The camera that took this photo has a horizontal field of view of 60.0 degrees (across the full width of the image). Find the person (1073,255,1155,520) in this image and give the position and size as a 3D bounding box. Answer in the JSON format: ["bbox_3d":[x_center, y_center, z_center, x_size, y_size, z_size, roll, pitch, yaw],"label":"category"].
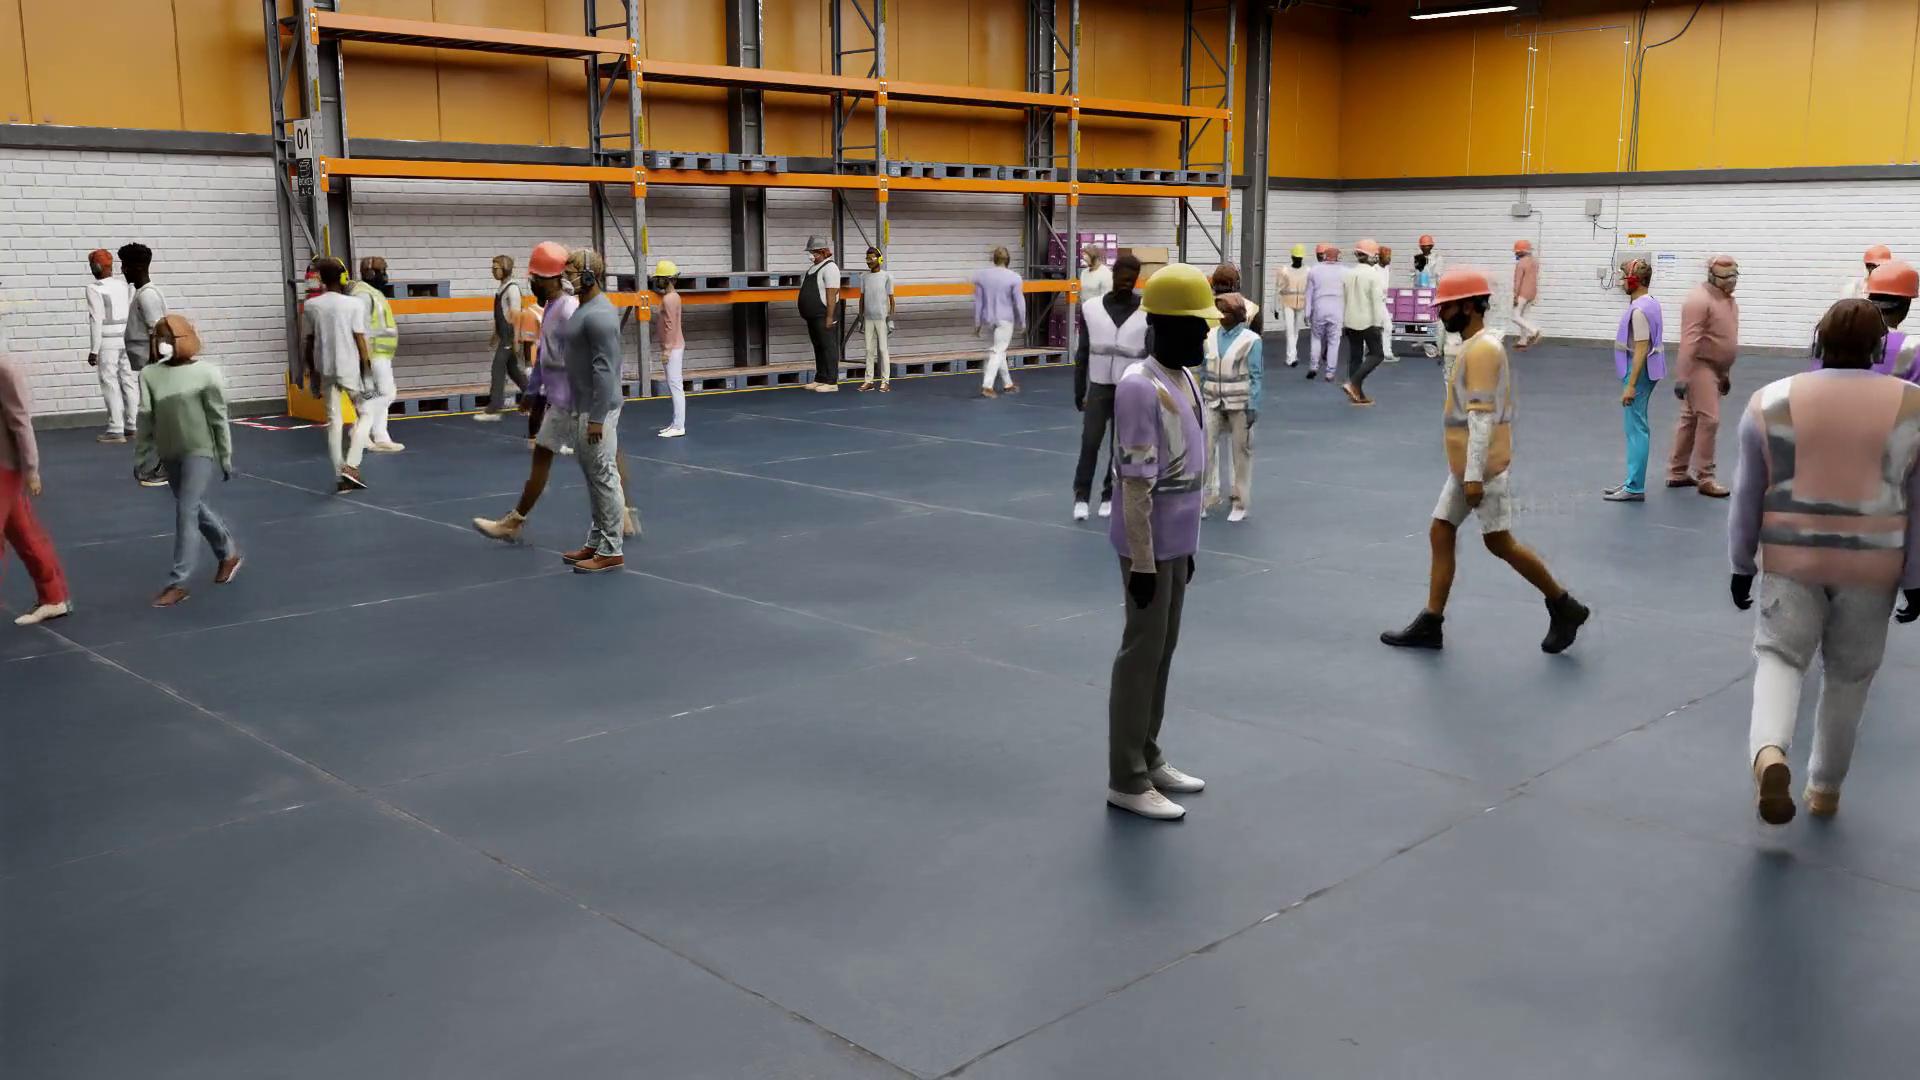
[{"bbox_3d":[1.104,-1.056,11.752,0.611,1.876,0.850,1,10,7],"label":"person"}]

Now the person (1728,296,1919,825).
[{"bbox_3d":[2.932,0.097,5.621,0.631,1.823,0.694,6,12,28],"label":"person"}]

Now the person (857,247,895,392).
[{"bbox_3d":[-1.092,-2.853,21.573,0.535,1.868,0.309,5,11,25],"label":"person"}]

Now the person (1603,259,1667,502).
[{"bbox_3d":[5.163,-1.206,12.671,0.393,1.839,0.563,5,12,26],"label":"person"}]

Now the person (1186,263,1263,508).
[{"bbox_3d":[1.964,-1.154,12.462,0.622,1.819,0.575,3,11,16],"label":"person"}]

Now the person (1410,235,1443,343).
[{"bbox_3d":[8.723,-4.698,31.205,0.609,2.032,0.409,8,13,38],"label":"person"}]

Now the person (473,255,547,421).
[{"bbox_3d":[-4.960,-2.218,18.262,0.823,1.817,0.520,-4,11,-23],"label":"person"}]

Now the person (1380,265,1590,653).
[{"bbox_3d":[2.597,-0.380,8.048,0.938,1.888,0.611,2,11,12],"label":"person"}]

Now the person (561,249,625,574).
[{"bbox_3d":[-2.220,-0.773,10.037,0.372,1.940,0.631,-4,11,-22],"label":"person"}]

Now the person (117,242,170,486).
[{"bbox_3d":[-6.578,-1.424,13.512,0.362,1.962,0.614,-5,12,-25],"label":"person"}]

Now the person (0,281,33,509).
[{"bbox_3d":[-7.014,-1.110,12.059,0.328,1.873,0.519,-3,11,-15],"label":"person"}]

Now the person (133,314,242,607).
[{"bbox_3d":[-4.350,-0.480,9.384,0.505,1.597,0.849,2,11,12],"label":"person"}]

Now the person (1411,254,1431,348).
[{"bbox_3d":[8.315,-4.282,29.873,0.409,1.679,0.544,3,11,15],"label":"person"}]

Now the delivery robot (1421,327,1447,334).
[{"bbox_3d":[8.398,-3.600,28.974,0.707,0.478,0.477,10,14,44],"label":"delivery robot"}]

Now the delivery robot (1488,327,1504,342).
[{"bbox_3d":[8.960,-3.514,28.502,0.707,0.478,0.477,4,11,20],"label":"delivery robot"}]

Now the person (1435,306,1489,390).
[{"bbox_3d":[5.126,-1.894,16.977,0.537,1.624,0.455,1,10,7],"label":"person"}]

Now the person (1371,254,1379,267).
[{"bbox_3d":[7.351,-4.302,29.620,0.471,1.811,0.607,-6,12,-30],"label":"person"}]

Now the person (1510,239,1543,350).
[{"bbox_3d":[9.993,-4.303,29.253,0.693,1.959,0.621,-9,14,-42],"label":"person"}]

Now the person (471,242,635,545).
[{"bbox_3d":[-2.641,-0.933,10.805,1.080,1.961,0.649,-3,11,-17],"label":"person"}]

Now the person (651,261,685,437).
[{"bbox_3d":[-2.930,-1.919,16.760,0.316,1.769,0.525,-1,10,-5],"label":"person"}]

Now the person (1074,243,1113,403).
[{"bbox_3d":[1.635,-2.620,20.157,0.416,1.924,0.671,-6,12,-29],"label":"person"}]

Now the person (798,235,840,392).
[{"bbox_3d":[-1.845,-2.950,21.629,0.535,2.000,0.683,-5,12,-28],"label":"person"}]

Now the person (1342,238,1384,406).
[{"bbox_3d":[4.745,-2.555,19.629,0.469,1.980,0.641,-7,12,-32],"label":"person"}]

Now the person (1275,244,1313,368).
[{"bbox_3d":[5.161,-3.582,25.511,0.604,1.872,0.973,-1,10,-4],"label":"person"}]

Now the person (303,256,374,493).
[{"bbox_3d":[-4.859,-1.292,13.078,0.548,1.859,0.386,1,10,4],"label":"person"}]

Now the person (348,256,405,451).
[{"bbox_3d":[-5.433,-1.715,15.472,0.438,1.830,0.652,-1,10,-6],"label":"person"}]

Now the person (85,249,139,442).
[{"bbox_3d":[-8.343,-1.895,16.330,0.378,1.885,0.612,2,11,11],"label":"person"}]

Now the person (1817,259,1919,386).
[{"bbox_3d":[4.361,-0.395,8.064,0.810,1.917,0.560,-9,14,-42],"label":"person"}]

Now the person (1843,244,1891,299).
[{"bbox_3d":[8.766,-1.867,16.028,0.554,1.934,0.372,-1,10,-3],"label":"person"}]

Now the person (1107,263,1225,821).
[{"bbox_3d":[0.724,0.002,5.845,0.383,1.924,0.594,4,11,21],"label":"person"}]

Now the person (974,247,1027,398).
[{"bbox_3d":[0.495,-2.731,20.887,0.648,1.887,1.026,6,12,32],"label":"person"}]

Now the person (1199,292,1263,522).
[{"bbox_3d":[1.830,-0.910,11.649,0.536,1.617,0.652,8,13,38],"label":"person"}]

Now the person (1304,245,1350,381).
[{"bbox_3d":[5.124,-3.144,23.125,0.657,1.886,0.477,3,11,14],"label":"person"}]

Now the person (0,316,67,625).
[{"bbox_3d":[-4.955,-0.358,8.378,0.537,1.721,0.870,7,13,34],"label":"person"}]

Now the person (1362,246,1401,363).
[{"bbox_3d":[6.638,-3.695,26.264,0.885,1.825,0.591,9,14,42],"label":"person"}]

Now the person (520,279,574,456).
[{"bbox_3d":[-3.770,-1.617,15.379,0.688,1.671,0.546,2,11,13],"label":"person"}]

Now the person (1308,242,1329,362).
[{"bbox_3d":[5.738,-3.755,26.350,0.555,1.918,0.636,0,10,3],"label":"person"}]

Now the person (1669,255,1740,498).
[{"bbox_3d":[5.878,-1.283,13.021,0.658,1.865,0.707,10,14,43],"label":"person"}]
